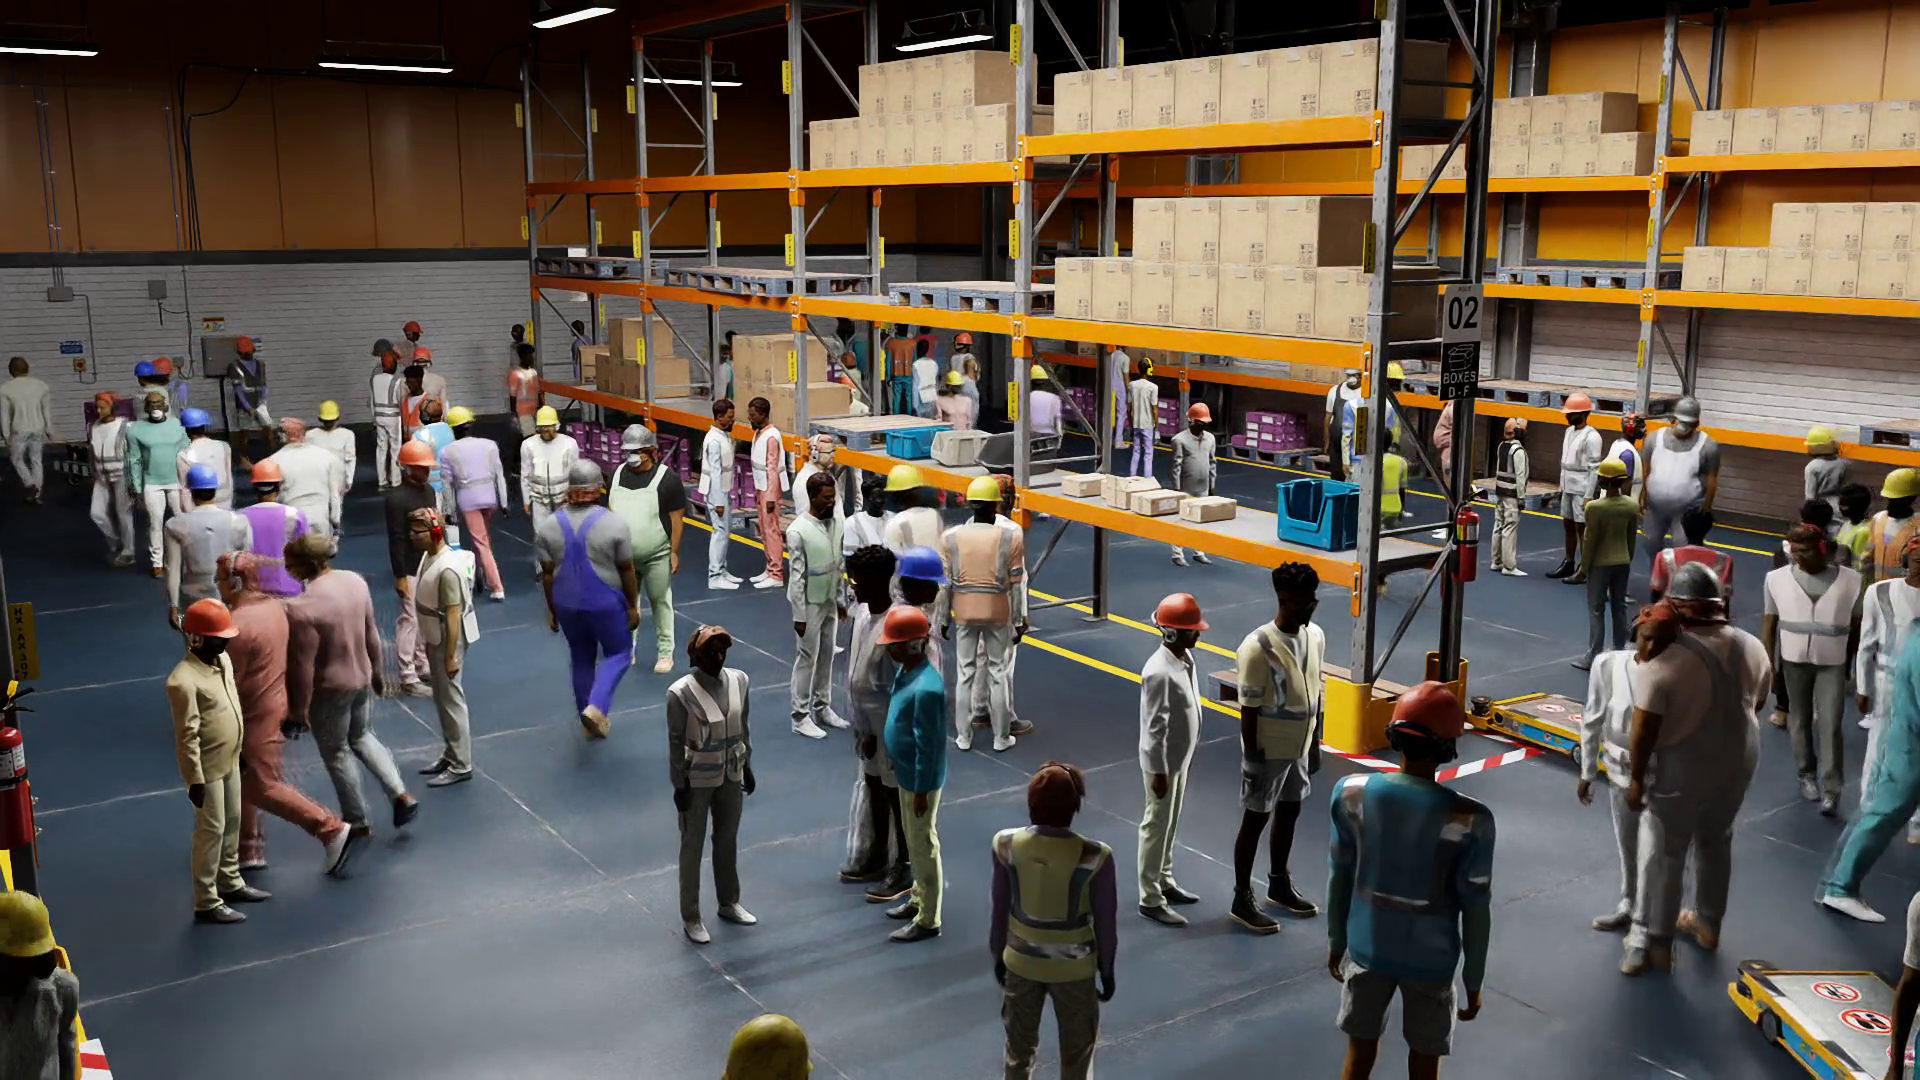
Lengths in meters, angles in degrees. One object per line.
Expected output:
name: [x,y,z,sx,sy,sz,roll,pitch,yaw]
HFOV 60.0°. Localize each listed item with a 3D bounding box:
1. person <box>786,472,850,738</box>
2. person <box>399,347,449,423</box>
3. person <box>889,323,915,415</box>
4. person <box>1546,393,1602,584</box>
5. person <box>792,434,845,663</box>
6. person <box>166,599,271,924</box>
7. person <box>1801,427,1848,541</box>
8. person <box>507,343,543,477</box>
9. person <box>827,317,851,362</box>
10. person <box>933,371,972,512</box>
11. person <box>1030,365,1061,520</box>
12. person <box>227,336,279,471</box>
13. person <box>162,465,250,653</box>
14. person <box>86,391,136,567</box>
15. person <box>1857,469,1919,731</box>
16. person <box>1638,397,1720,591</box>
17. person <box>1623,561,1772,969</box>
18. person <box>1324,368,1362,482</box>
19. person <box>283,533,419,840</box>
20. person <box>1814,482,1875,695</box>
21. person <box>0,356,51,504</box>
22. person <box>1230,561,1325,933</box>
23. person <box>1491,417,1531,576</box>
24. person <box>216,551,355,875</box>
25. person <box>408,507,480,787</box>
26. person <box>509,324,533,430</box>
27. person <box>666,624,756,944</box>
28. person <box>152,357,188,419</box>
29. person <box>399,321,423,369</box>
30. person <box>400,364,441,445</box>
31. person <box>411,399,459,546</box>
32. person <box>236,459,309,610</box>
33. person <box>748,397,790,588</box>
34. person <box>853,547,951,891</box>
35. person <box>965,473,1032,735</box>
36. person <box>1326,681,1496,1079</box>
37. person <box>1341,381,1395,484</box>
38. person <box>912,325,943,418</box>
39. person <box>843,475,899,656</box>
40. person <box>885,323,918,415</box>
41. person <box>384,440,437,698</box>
person: [-1.033,0.454,11.882,0.393,1.911,0.584,6,12,27]
person: [-7.019,-1.533,21.856,0.613,1.984,0.409,-3,11,-14]
person: [-1.065,-3.189,30.718,0.562,1.835,0.400,5,12,25]
person: [6.195,-0.518,16.775,0.376,1.932,0.551,-2,11,-11]
person: [-1.154,0.064,13.871,0.401,1.907,0.648,2,11,11]
person: [-3.899,1.153,8.731,0.354,1.737,0.573,0,11,-1]
person: [8.321,-0.242,16.004,0.493,1.685,0.923,-1,11,-7]
person: [-6.071,-1.808,23.413,0.717,1.947,0.639,3,12,17]
person: [-2.222,-3.119,30.065,0.578,1.935,0.720,7,13,33]
person: [-0.081,-1.242,20.916,0.533,1.768,0.310,-5,12,-23]
person: [0.949,-1.206,20.455,0.602,1.876,1.019,-1,11,-7]
person: [-10.131,-1.931,23.870,1.024,1.980,0.602,8,14,36]
person: [-5.476,0.396,12.143,0.645,1.907,0.937,-7,13,-33]
person: [-8.918,-0.631,17.500,0.594,1.868,0.427,2,11,10]
person: [6.703,0.422,12.046,0.665,1.904,0.608,-1,11,-6]
person: [6.835,-0.393,15.862,0.705,2.000,0.667,8,13,34]
person: [3.614,1.098,8.231,0.738,2.000,0.542,-2,11,-11]
person: [4.684,-1.185,19.915,0.688,2.000,0.536,5,12,25]
person: [-3.553,0.882,9.721,0.643,1.901,0.688,3,12,16]
person: [6.902,0.394,12.747,0.473,1.676,0.560,2,11,12]
person: [-11.922,-1.389,21.258,0.515,1.924,0.641,9,14,39]
person: [1.674,1.059,8.658,0.603,1.957,0.387,-9,14,-40]
person: [5.691,-0.451,17.185,0.309,1.641,0.514,-1,11,-7]
person: [-3.864,0.981,9.261,0.835,1.879,0.643,-1,11,-6]
person: [-3.364,0.683,10.884,0.408,1.835,0.566,-6,13,-28]
person: [-7.569,-2.796,28.664,0.507,1.847,0.344,7,13,32]
person: [-1.279,1.233,8.569,0.307,1.640,0.520,10,15,42]
person: [-10.173,-1.405,21.400,0.565,1.910,0.502,0,11,1]
person: [-8.941,-2.579,27.205,0.412,1.985,0.611,1,11,4]
person: [-6.408,-1.107,19.731,0.605,1.957,0.369,6,13,28]
person: [-5.398,-0.533,17.086,0.429,1.847,0.627,5,12,25]
person: [-5.072,0.359,12.326,0.548,1.925,0.392,-3,11,-13]
person: [-1.922,-0.482,16.668,0.402,1.909,0.599,-4,12,-19]
person: [-0.301,0.980,9.176,0.697,1.905,0.607,1,11,5]
person: [0.275,0.459,11.914,0.341,1.881,0.594,-9,14,-39]
person: [1.652,1.514,6.150,0.605,2.032,0.417,7,13,31]
person: [4.536,-0.900,18.477,0.605,2.034,0.393,-2,11,-9]
person: [-0.653,-3.073,30.230,0.619,1.789,0.975,-3,11,-15]
person: [-0.668,0.330,13.045,0.537,1.696,0.321,-6,13,-29]
person: [-0.975,-2.804,28.514,0.597,1.918,0.382,1,11,5]
person: [-4.192,0.211,12.891,0.396,1.992,0.622,2,11,11]
